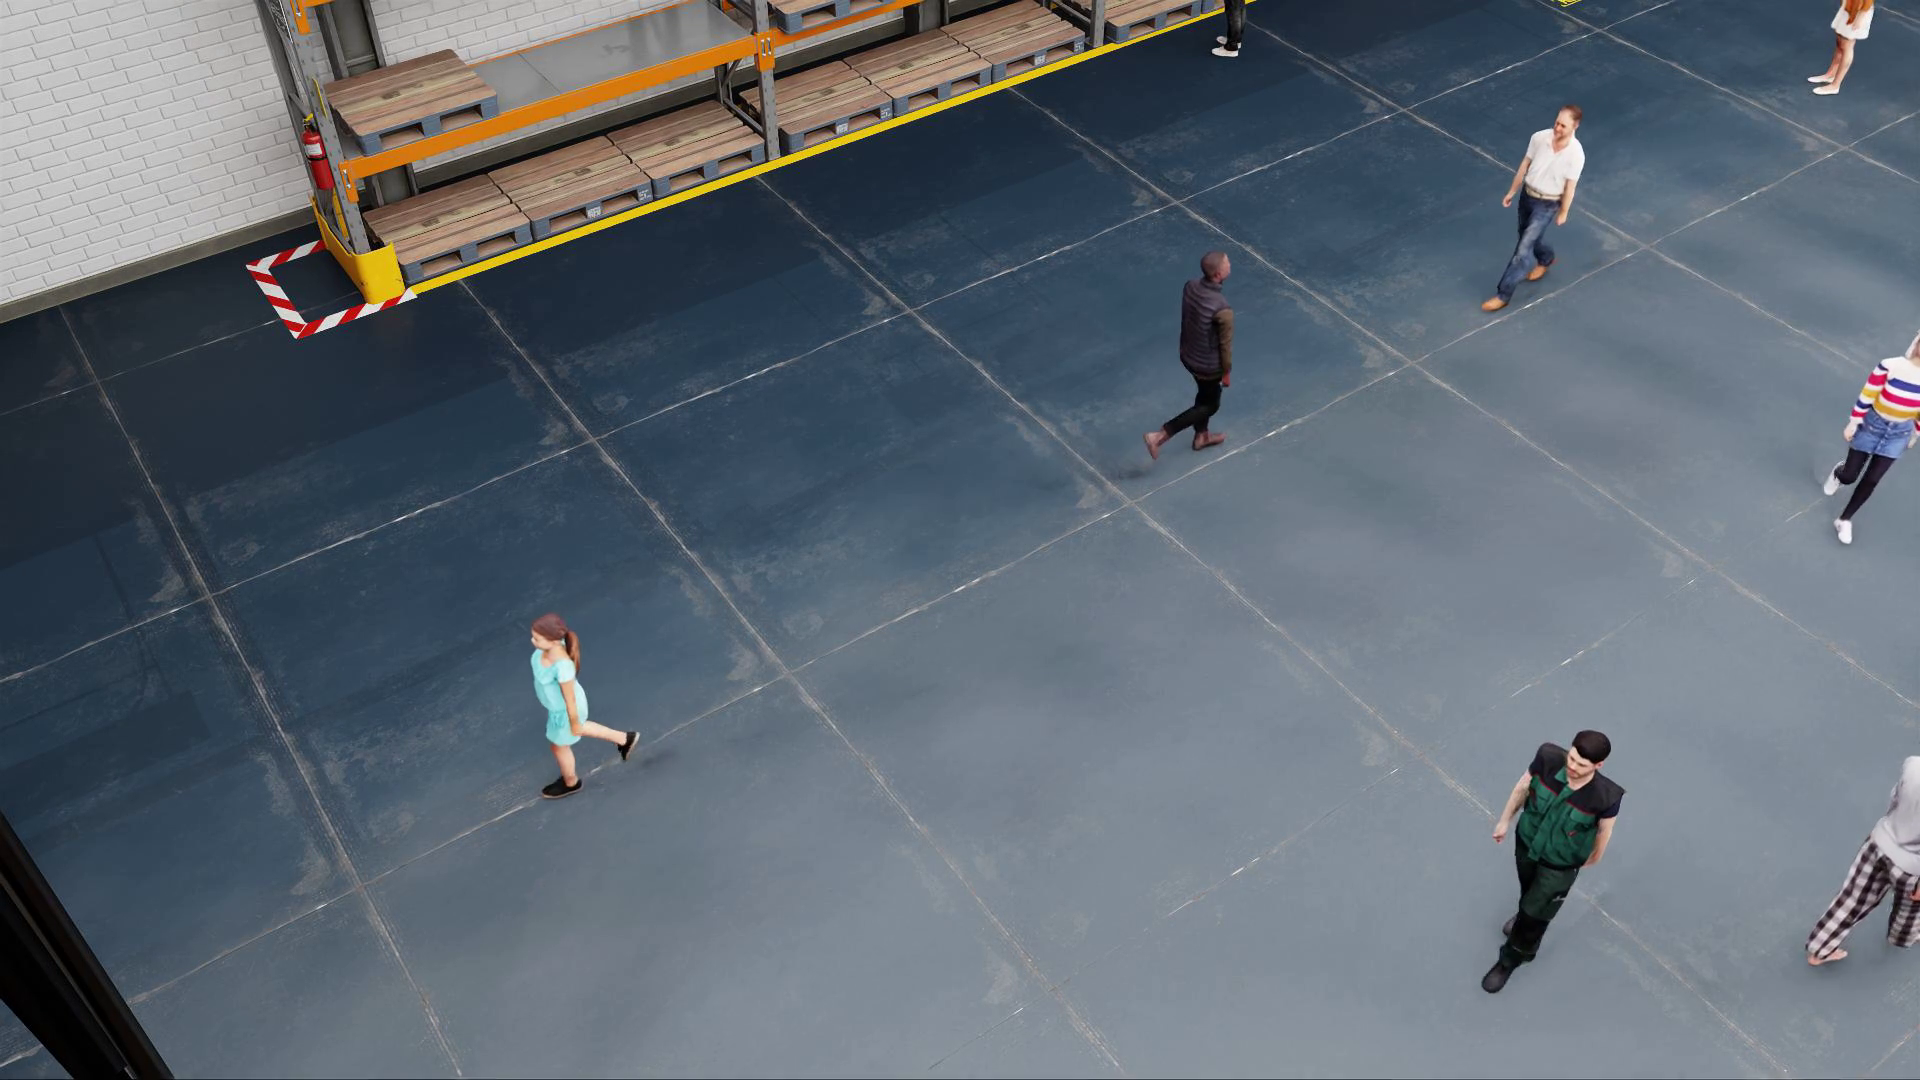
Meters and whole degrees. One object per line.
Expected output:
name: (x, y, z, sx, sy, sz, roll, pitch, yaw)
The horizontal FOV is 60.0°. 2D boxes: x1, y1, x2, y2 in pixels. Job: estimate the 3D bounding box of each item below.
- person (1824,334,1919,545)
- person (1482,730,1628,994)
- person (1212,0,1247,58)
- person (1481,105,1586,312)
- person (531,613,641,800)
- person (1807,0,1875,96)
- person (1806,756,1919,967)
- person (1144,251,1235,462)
person: (6.536, -0.814, 11.792, 0.921, 1.798, 1.001, 12, 45, 12)
person: (3.313, 1.627, 9.178, 0.981, 1.870, 0.714, -29, 51, -27)
person: (2.869, -5.871, 17.091, 0.795, 1.812, 0.674, 17, 46, 17)
person: (4.904, -2.841, 13.902, 1.220, 1.822, 0.772, -21, 47, -20)
person: (-2.333, 0.976, 10.096, 0.962, 1.546, 0.711, -14, 45, -14)
person: (8.940, -5.296, 16.553, 0.749, 1.722, 0.710, 1, 44, 1)
person: (5.071, 1.750, 9.090, 1.094, 1.813, 0.800, -14, 45, -15)
person: (1.732, -1.305, 12.297, 1.071, 1.813, 0.838, -16, 46, -16)
